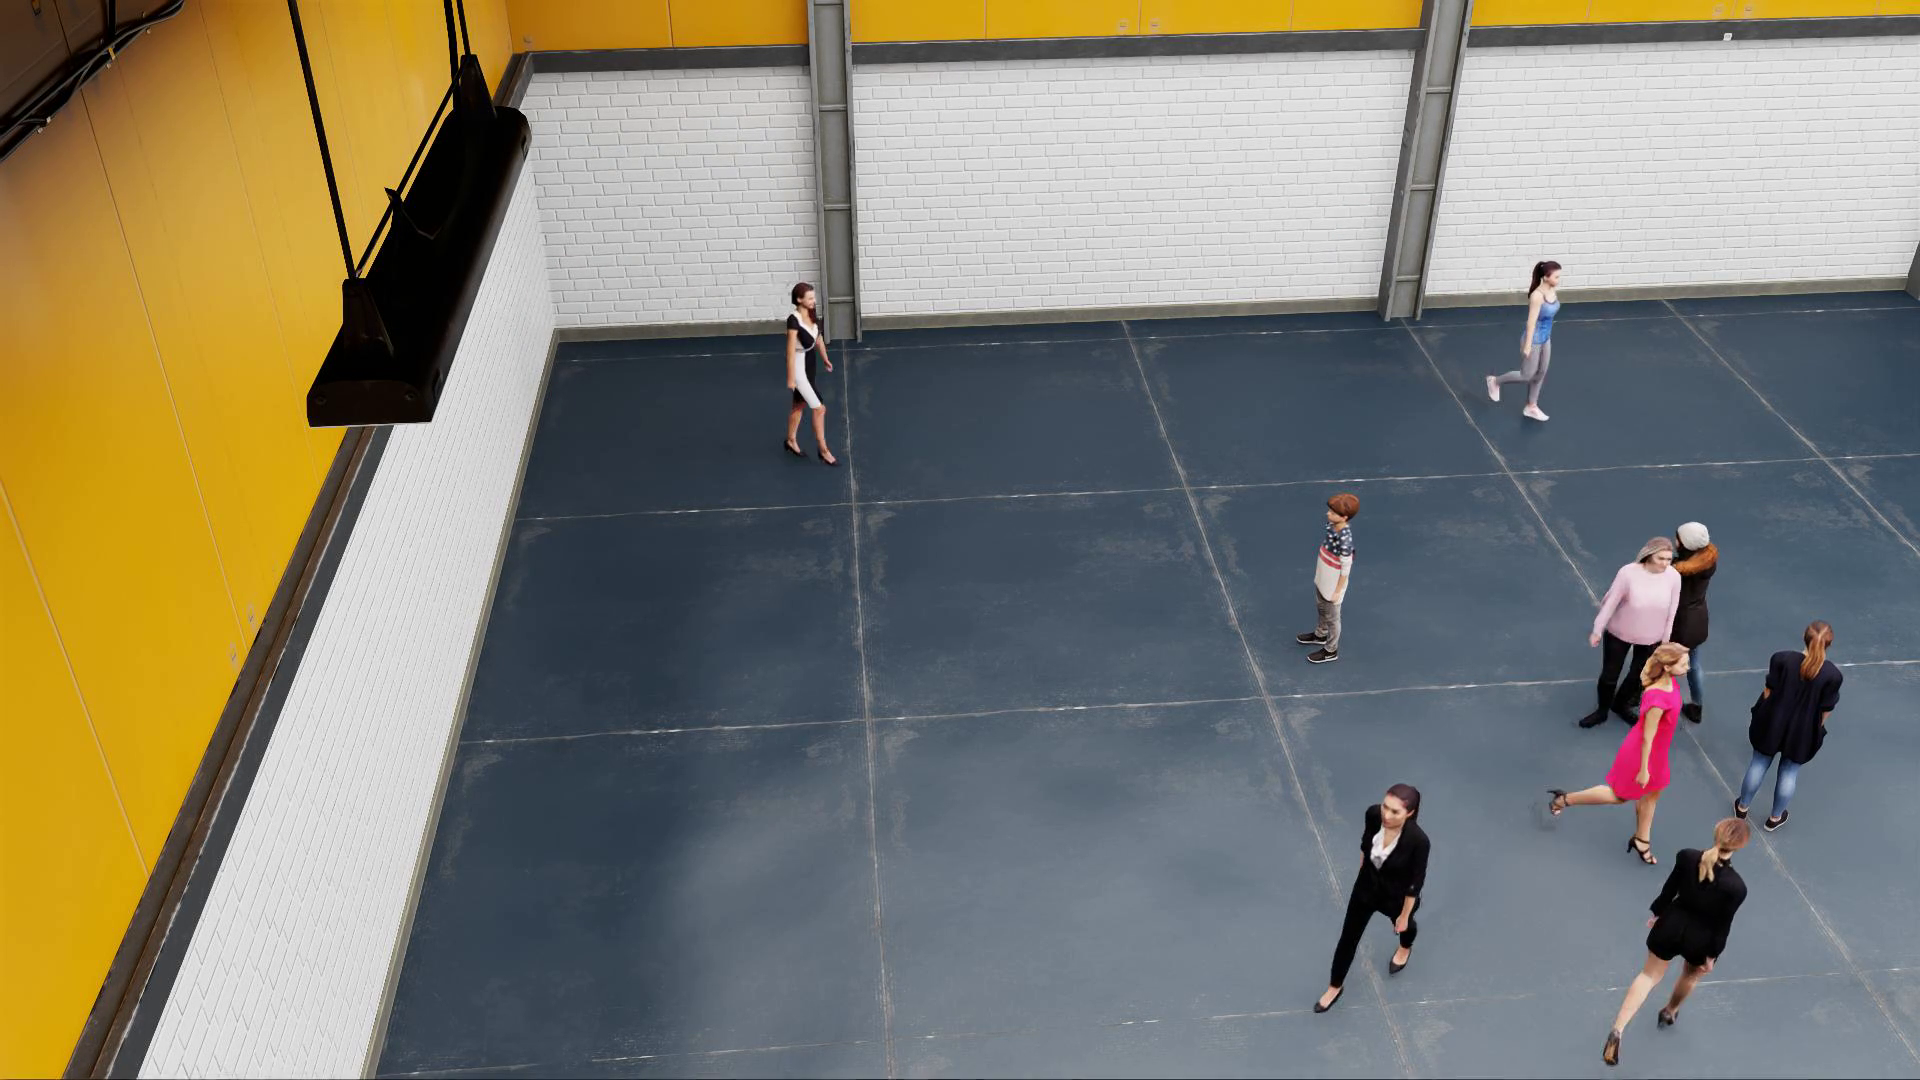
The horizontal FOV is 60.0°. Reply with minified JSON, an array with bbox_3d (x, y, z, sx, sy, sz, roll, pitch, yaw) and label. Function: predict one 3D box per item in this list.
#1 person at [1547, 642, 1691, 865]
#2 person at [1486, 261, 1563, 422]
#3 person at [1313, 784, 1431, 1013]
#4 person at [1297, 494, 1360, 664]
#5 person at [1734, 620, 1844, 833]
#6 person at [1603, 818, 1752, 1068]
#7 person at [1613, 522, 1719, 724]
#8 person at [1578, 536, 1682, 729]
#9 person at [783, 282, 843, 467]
[{"bbox_3d":[4.314,1.348,10.732,1.061,1.704,0.967,21,39,29],"label":"person"},{"bbox_3d":[5.388,-1.903,15.723,0.948,1.594,0.909,27,42,34],"label":"person"},{"bbox_3d":[2.564,2.042,9.773,1.150,1.609,1.025,-28,43,-35],"label":"person"},{"bbox_3d":[2.822,0.265,12.600,0.501,1.439,0.526,-5,34,-8],"label":"person"},{"bbox_3d":[5.455,1.217,10.951,0.697,1.680,0.777,21,39,28],"label":"person"},{"bbox_3d":[4.014,2.282,9.305,1.039,1.729,1.157,27,42,34],"label":"person"},{"bbox_3d":[5.237,0.629,11.909,1.012,1.600,0.962,27,42,34],"label":"person"},{"bbox_3d":[4.786,0.655,11.794,0.649,1.683,0.814,12,35,17],"label":"person"},{"bbox_3d":[-1.487,-1.509,14.964,0.932,1.777,0.775,8,34,11],"label":"person"}]
